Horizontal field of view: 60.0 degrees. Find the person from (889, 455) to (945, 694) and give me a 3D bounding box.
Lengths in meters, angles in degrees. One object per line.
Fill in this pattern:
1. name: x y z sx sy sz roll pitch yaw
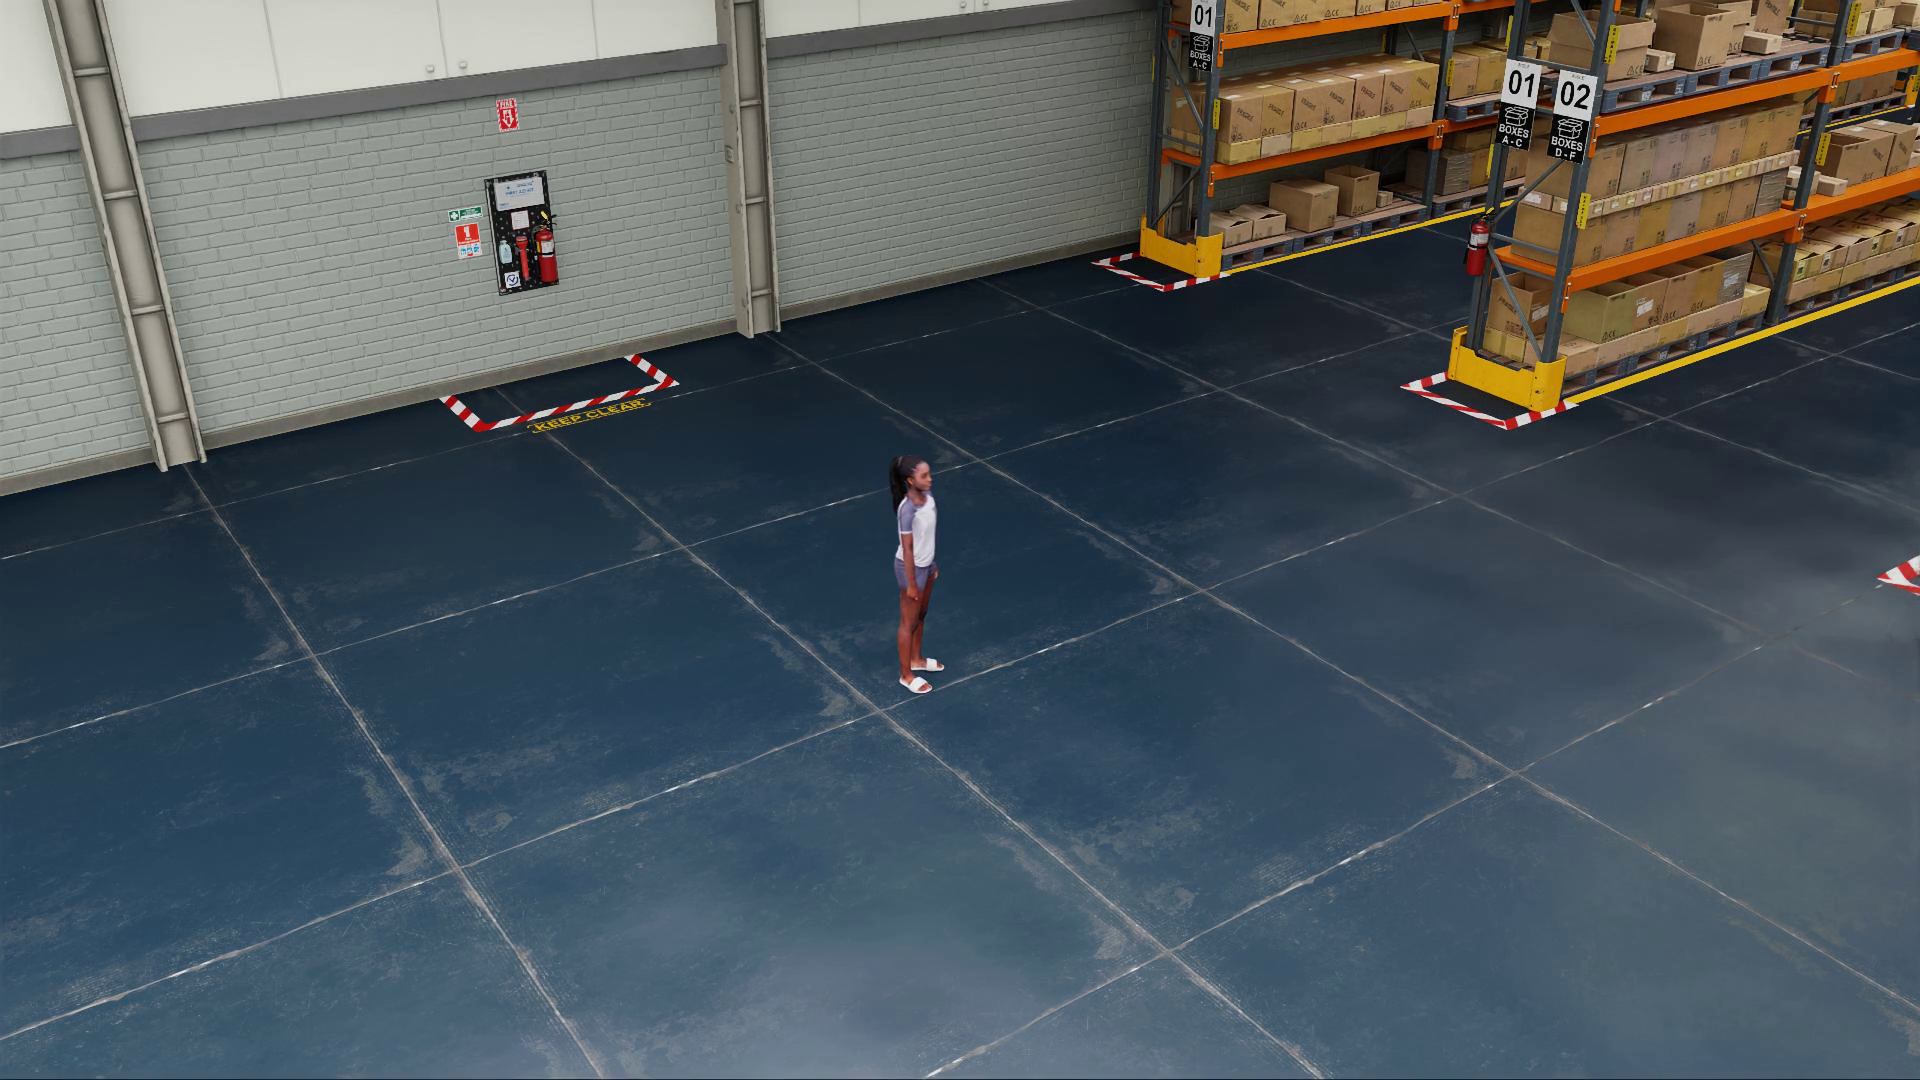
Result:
1. person: -0.305 0.208 11.510 0.768 1.722 0.687 9 28 16
